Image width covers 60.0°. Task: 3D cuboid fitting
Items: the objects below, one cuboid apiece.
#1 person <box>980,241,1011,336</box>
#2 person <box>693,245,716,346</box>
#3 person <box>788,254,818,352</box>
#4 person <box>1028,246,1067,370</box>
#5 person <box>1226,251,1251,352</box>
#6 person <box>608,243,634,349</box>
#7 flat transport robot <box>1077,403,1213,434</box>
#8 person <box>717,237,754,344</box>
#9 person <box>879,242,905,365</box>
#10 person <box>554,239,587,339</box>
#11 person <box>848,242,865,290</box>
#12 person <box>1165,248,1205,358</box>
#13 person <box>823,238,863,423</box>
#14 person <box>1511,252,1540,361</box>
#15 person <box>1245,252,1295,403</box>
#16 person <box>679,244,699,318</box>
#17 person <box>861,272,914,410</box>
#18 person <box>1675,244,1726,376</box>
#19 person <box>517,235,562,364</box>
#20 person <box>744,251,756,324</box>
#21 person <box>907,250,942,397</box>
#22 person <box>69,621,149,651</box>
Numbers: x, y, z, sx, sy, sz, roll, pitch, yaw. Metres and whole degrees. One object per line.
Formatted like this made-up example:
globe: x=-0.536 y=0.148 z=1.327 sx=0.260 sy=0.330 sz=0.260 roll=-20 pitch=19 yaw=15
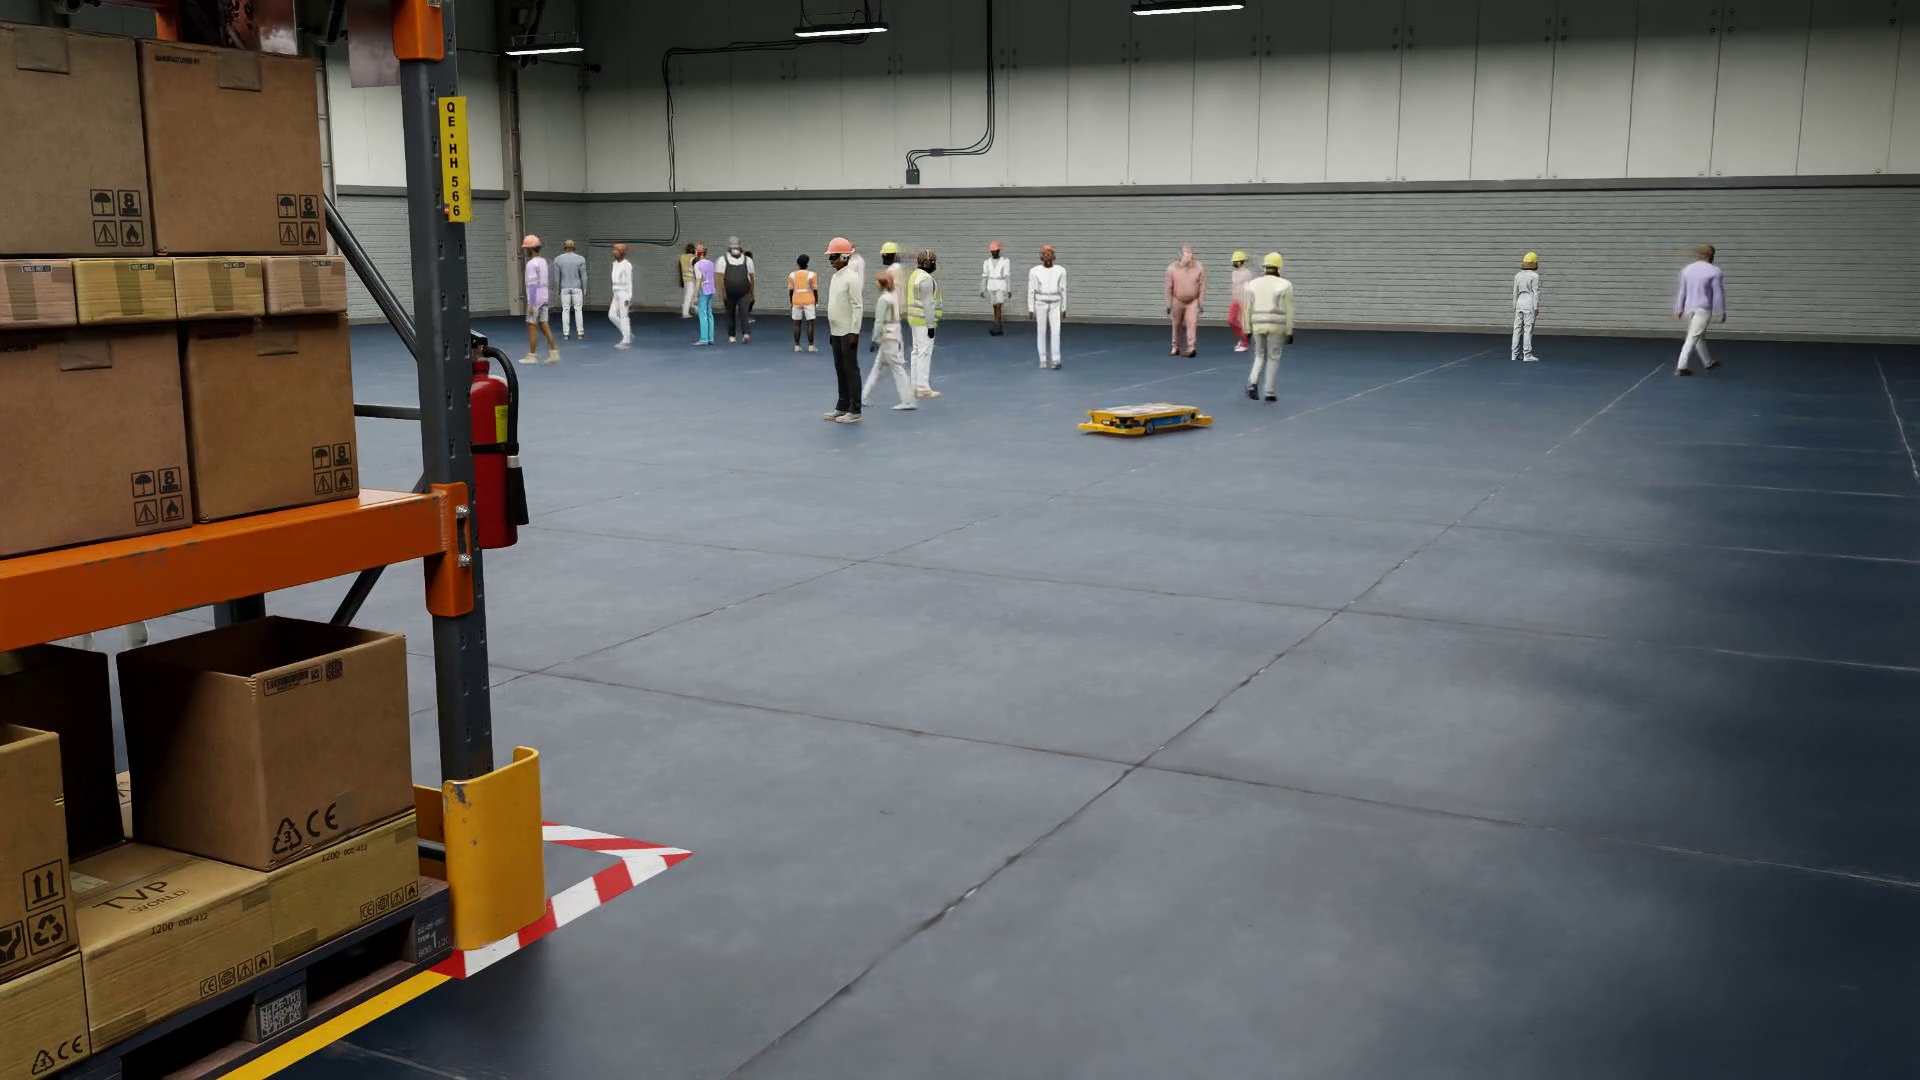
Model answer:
person: x=0.680 y=-5.034 z=33.394 sx=0.574 sy=1.888 sz=0.959 roll=4 pitch=11 yaw=23
person: x=-4.703 y=-4.488 z=30.547 sx=0.390 sy=1.846 sz=0.564 roll=4 pitch=11 yaw=20
person: x=-2.701 y=-4.093 z=28.800 sx=0.540 sy=1.696 sz=0.317 roll=2 pitch=11 yaw=13
person: x=1.335 y=-3.493 z=25.129 sx=0.601 sy=1.838 sz=0.939 roll=-1 pitch=10 yaw=-5
person: x=4.871 y=-4.150 z=28.988 sx=0.381 sy=1.752 sz=0.521 roll=-6 pitch=12 yaw=-29
person: x=-6.069 y=-4.355 z=29.741 sx=0.408 sy=1.872 sz=0.597 roll=-8 pitch=13 yaw=-38
flat transport robot: x=1.934 y=-1.269 z=17.292 sx=1.431 sy=0.197 sz=0.652 roll=-10 pitch=14 yaw=-43
person: x=-4.187 y=-4.693 z=31.137 sx=0.691 sy=2.000 sz=1.022 roll=-2 pitch=11 yaw=-11
person: x=-1.120 y=-3.668 z=25.902 sx=0.586 sy=1.903 sz=0.602 roll=0 pitch=10 yaw=0
person: x=-7.577 y=-4.880 z=32.436 sx=0.632 sy=1.938 sz=0.368 roll=-1 pitch=10 yaw=-4
person: x=-2.340 y=-5.231 z=34.512 sx=0.679 sy=1.868 sz=0.904 roll=5 pitch=11 yaw=24
person: x=3.741 y=-3.938 z=27.689 sx=0.658 sy=1.796 sz=1.142 roll=1 pitch=10 yaw=4
person: x=-1.274 y=-2.270 z=18.044 sx=0.394 sy=1.992 sz=0.622 roll=-5 pitch=12 yaw=-27
person: x=9.194 y=-3.777 z=26.949 sx=0.317 sy=1.742 sz=0.492 roll=-6 pitch=12 yaw=-29
person: x=3.740 y=-2.549 z=20.049 sx=0.607 sy=1.816 sz=0.426 roll=8 pitch=13 yaw=38
person: x=-6.527 y=-6.361 z=40.890 sx=0.920 sy=1.795 sz=0.631 roll=-10 pitch=14 yaw=-42
person: x=-0.917 y=-2.303 z=19.291 sx=0.845 sy=1.588 sz=0.543 roll=2 pitch=11 yaw=10
person: x=10.783 y=-3.320 z=24.065 sx=1.025 sy=1.881 sz=0.658 roll=-5 pitch=11 yaw=-24
person: x=-6.671 y=-3.765 z=26.210 sx=0.769 sy=2.029 sz=0.620 roll=2 pitch=11 yaw=11
person: x=-4.868 y=-5.787 z=38.112 sx=0.401 sy=1.659 sz=0.553 roll=4 pitch=11 yaw=22
person: x=-0.439 y=-2.706 z=20.875 sx=0.430 sy=1.835 sz=0.630 roll=-3 pitch=11 yaw=-16
person: x=-4.035 y=-0.206 z=7.773 sx=0.500 sy=1.636 sz=0.284 roll=-2 pitch=11 yaw=-9
